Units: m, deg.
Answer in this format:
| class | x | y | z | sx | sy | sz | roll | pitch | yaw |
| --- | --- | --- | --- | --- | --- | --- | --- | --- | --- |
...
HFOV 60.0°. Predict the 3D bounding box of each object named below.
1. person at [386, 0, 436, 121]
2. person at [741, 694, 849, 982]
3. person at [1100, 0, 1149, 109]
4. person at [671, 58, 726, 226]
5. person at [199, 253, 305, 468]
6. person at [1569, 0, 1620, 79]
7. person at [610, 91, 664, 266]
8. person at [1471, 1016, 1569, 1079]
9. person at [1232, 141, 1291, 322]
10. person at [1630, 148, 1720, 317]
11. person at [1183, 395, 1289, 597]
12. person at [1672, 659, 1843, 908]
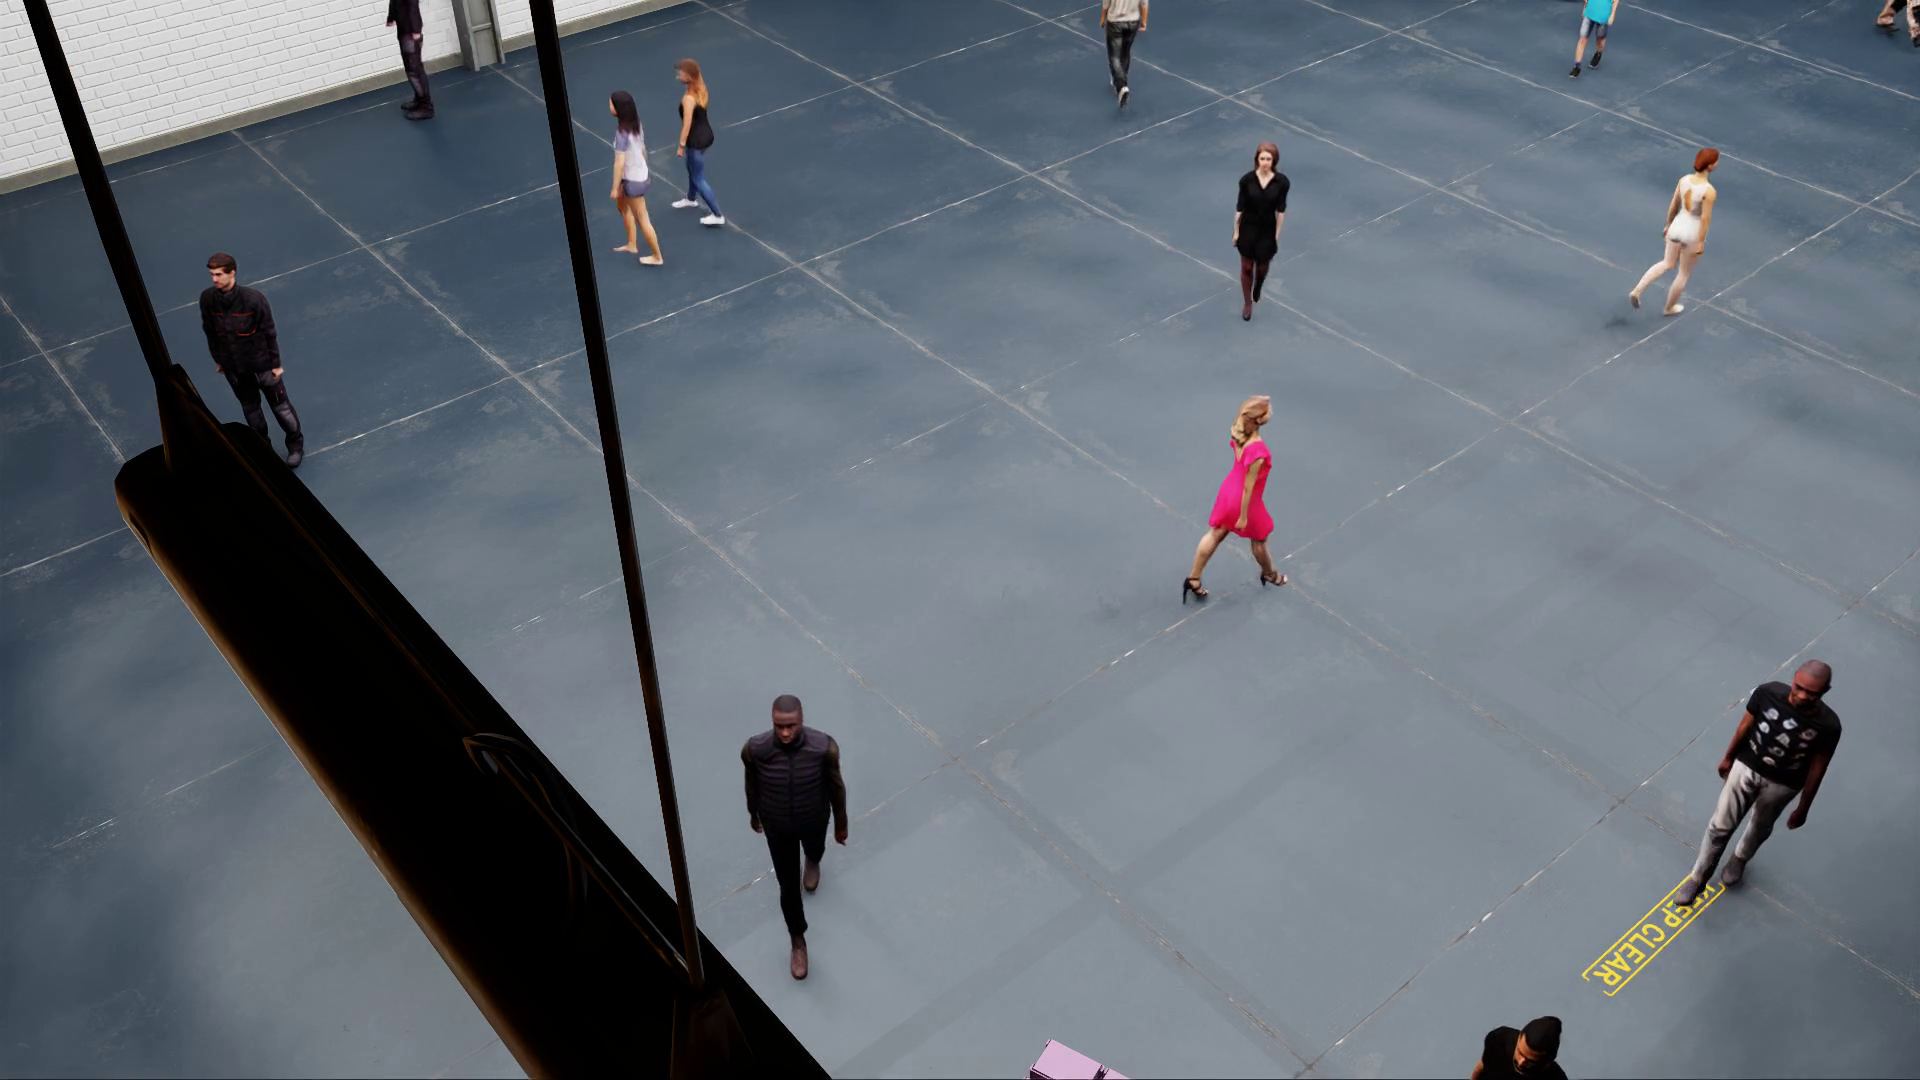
| class | x | y | z | sx | sy | sz | roll | pitch | yaw |
| --- | --- | --- | --- | --- | --- | --- | --- | --- | --- |
| person | -5.962 | -5.571 | 18.047 | 0.731 | 1.904 | 0.758 | -19 | 43 | -23 |
| person | -0.896 | 1.500 | 9.277 | 1.216 | 1.799 | 1.192 | -2 | 39 | -3 |
| person | 1.801 | -5.651 | 18.241 | 1.118 | 1.788 | 1.045 | -6 | 39 | -7 |
| person | -2.470 | -3.810 | 16.026 | 0.993 | 1.674 | 0.947 | 9 | 39 | 11 |
| person | -5.488 | -1.393 | 12.868 | 0.777 | 1.839 | 0.838 | 3 | 39 | 4 |
| person | 7.335 | -6.057 | 19.039 | 0.697 | 1.425 | 0.991 | 23 | 44 | 26 |
| person | -2.934 | -3.310 | 15.365 | 0.872 | 1.718 | 0.814 | 3 | 39 | 4 |
| person | 2.572 | 2.737 | 7.768 | 0.679 | 1.749 | 0.673 | -25 | 45 | -28 |
| person | 2.618 | -2.750 | 14.682 | 0.757 | 1.695 | 0.819 | 7 | 39 | 8 |
| person | 6.323 | -2.663 | 14.627 | 0.867 | 1.629 | 0.677 | -16 | 41 | -19 |
| person | 1.868 | -0.259 | 11.575 | 1.104 | 1.680 | 0.886 | -8 | 39 | -10 |
| person | 4.664 | 1.312 | 9.526 | 0.783 | 1.782 | 0.975 | 28 | 46 | 31 |
